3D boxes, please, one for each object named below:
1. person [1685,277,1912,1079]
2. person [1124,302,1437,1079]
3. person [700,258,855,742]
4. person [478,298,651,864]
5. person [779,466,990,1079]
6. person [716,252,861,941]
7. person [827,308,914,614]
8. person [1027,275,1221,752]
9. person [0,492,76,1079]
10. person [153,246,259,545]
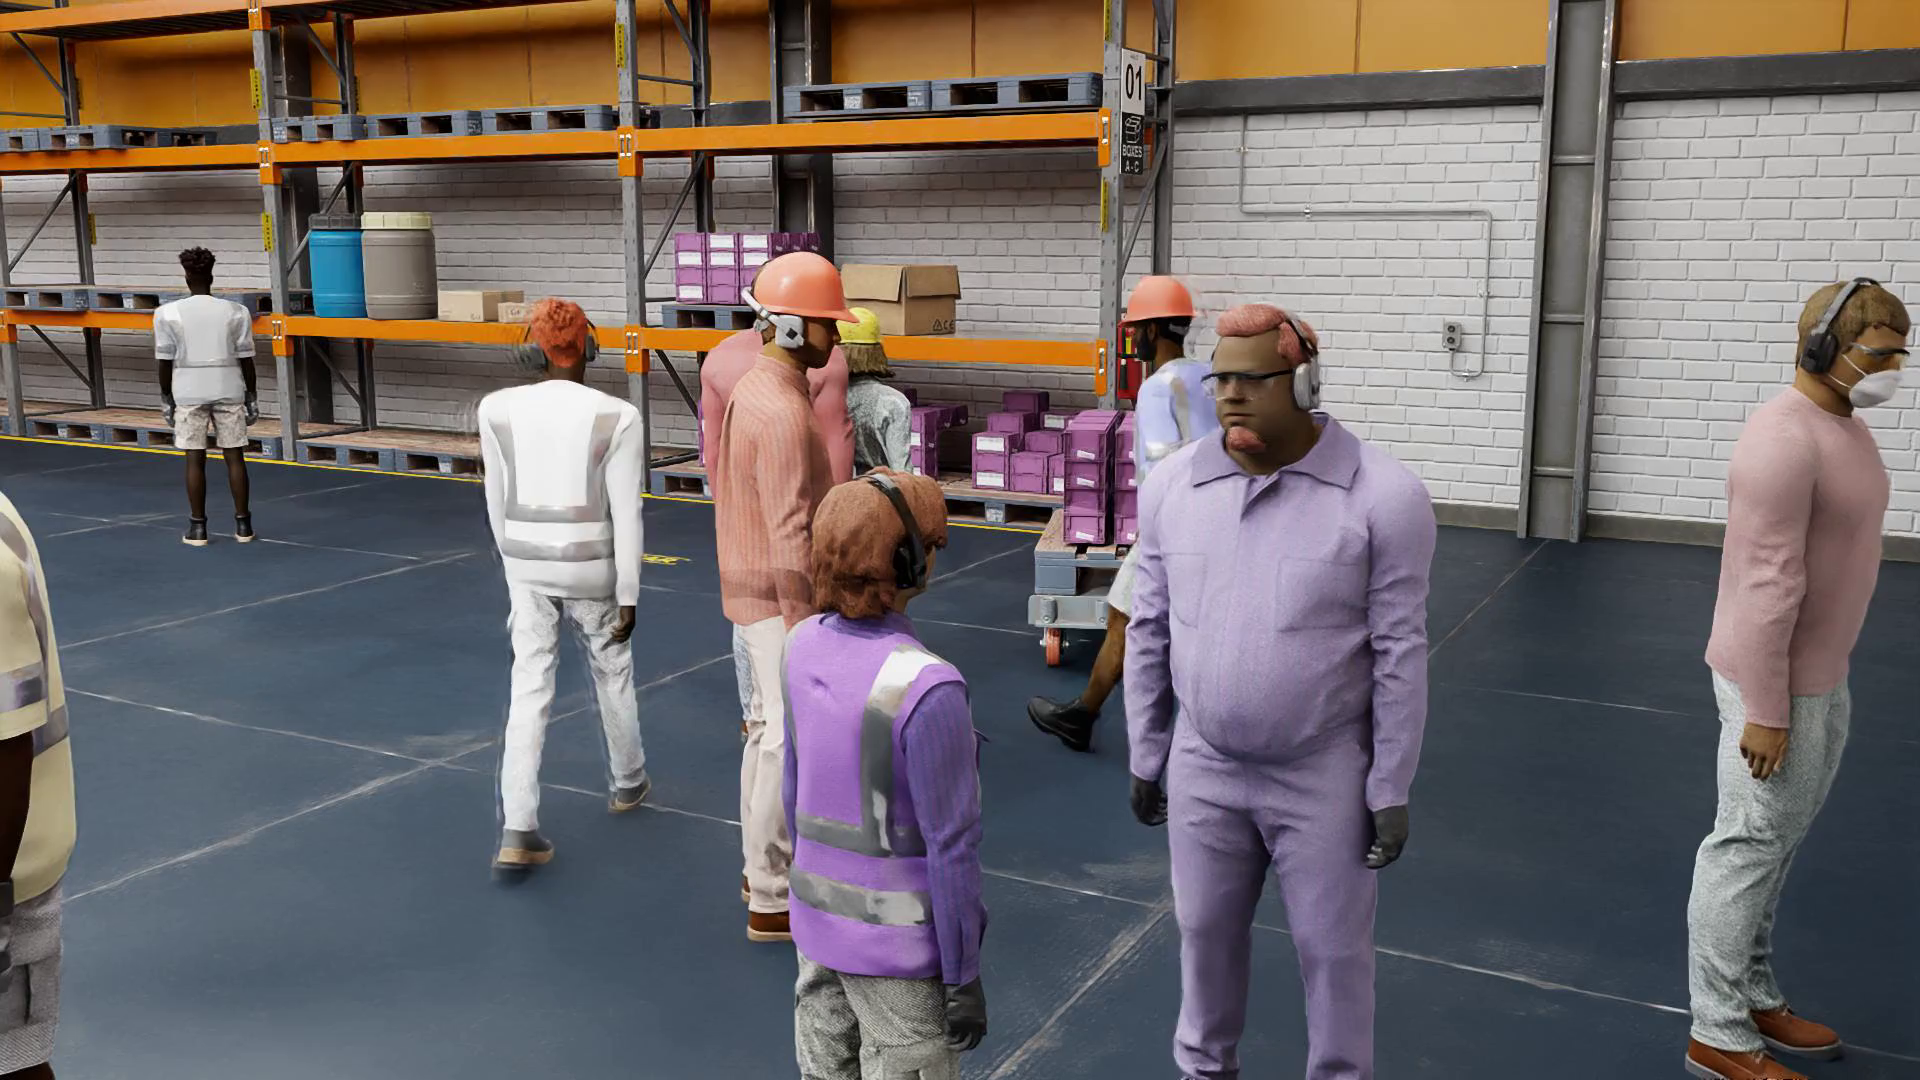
[{"bbox_3d":[1.978,0.351,3.954,0.371,1.931,0.629,8,13,39],"label":"person"},{"bbox_3d":[0.631,0.463,3.458,0.650,1.897,0.401,7,12,32],"label":"person"},{"bbox_3d":[-0.711,-0.140,6.620,0.627,1.940,0.375,4,11,19],"label":"person"},{"bbox_3d":[-1.313,0.120,5.520,0.559,1.840,0.971,0,10,1],"label":"person"},{"bbox_3d":[-0.134,0.693,2.859,0.308,1.645,0.517,-8,13,-37],"label":"person"},{"bbox_3d":[-0.487,0.175,4.789,0.410,1.980,0.624,-3,11,-14],"label":"person"},{"bbox_3d":[-0.414,-0.081,6.855,0.484,1.737,0.321,3,11,18],"label":"person"},{"bbox_3d":[0.770,-0.053,6.302,1.035,1.873,0.541,8,13,38],"label":"person"},{"bbox_3d":[-1.708,0.536,2.838,0.361,1.964,0.613,-7,13,-34],"label":"person"},{"bbox_3d":[-4.960,-0.946,10.985,0.606,1.959,0.367,-6,12,-28],"label":"person"}]
